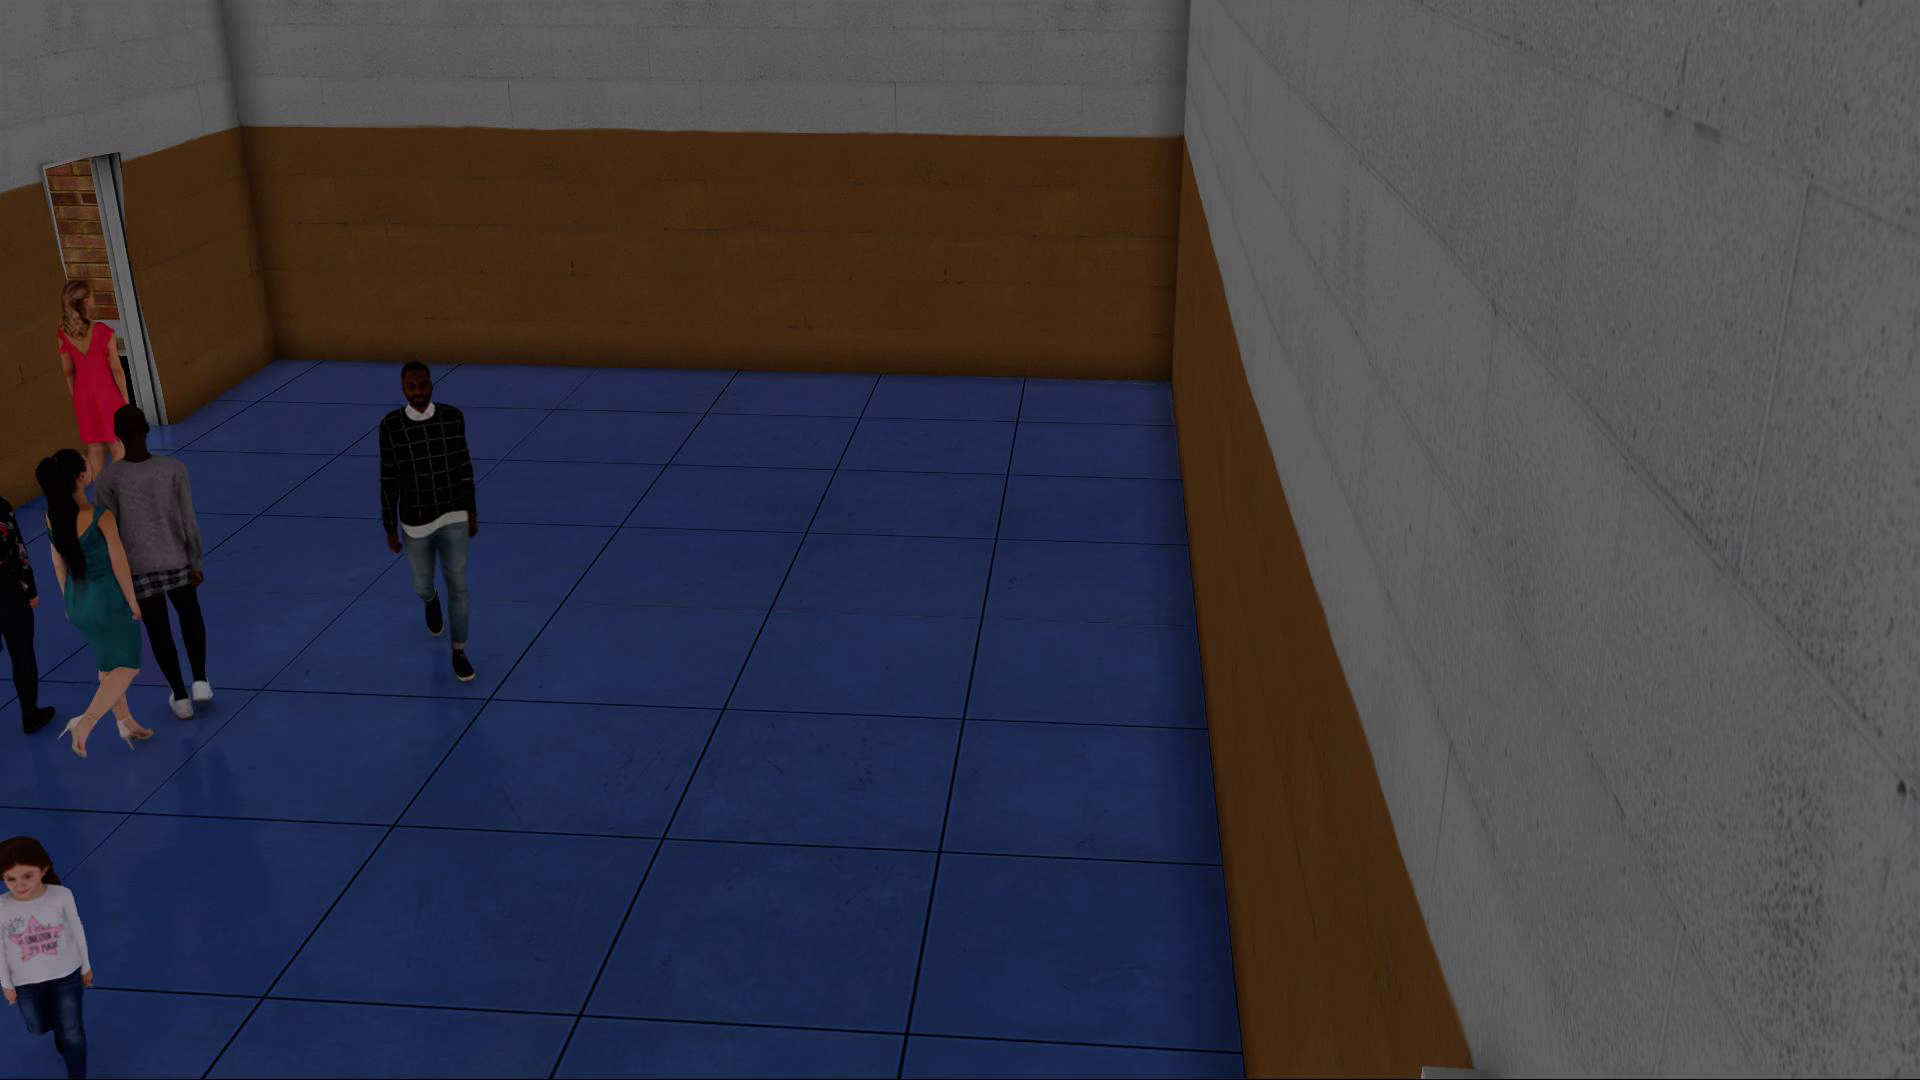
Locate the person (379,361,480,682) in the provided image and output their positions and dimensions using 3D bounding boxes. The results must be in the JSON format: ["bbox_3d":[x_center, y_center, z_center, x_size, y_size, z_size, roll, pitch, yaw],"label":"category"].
[{"bbox_3d":[-3.027,-0.154,9.524,1.215,1.789,1.103,-9,24,-21],"label":"person"}]

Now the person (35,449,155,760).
[{"bbox_3d":[-4.366,0.385,8.347,0.794,1.667,0.673,4,22,10],"label":"person"}]

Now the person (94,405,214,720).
[{"bbox_3d":[-4.239,0.157,8.784,0.715,1.763,0.793,-13,25,-30],"label":"person"}]

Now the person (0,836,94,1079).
[{"bbox_3d":[-3.396,1.566,6.174,0.748,1.096,0.698,-9,23,-21],"label":"person"}]

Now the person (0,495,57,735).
[{"bbox_3d":[-5.026,0.299,8.554,0.758,1.673,0.657,1,22,3],"label":"person"}]

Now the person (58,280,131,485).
[{"bbox_3d":[-6.030,-0.970,11.639,0.461,1.727,0.616,2,22,4],"label":"person"}]
